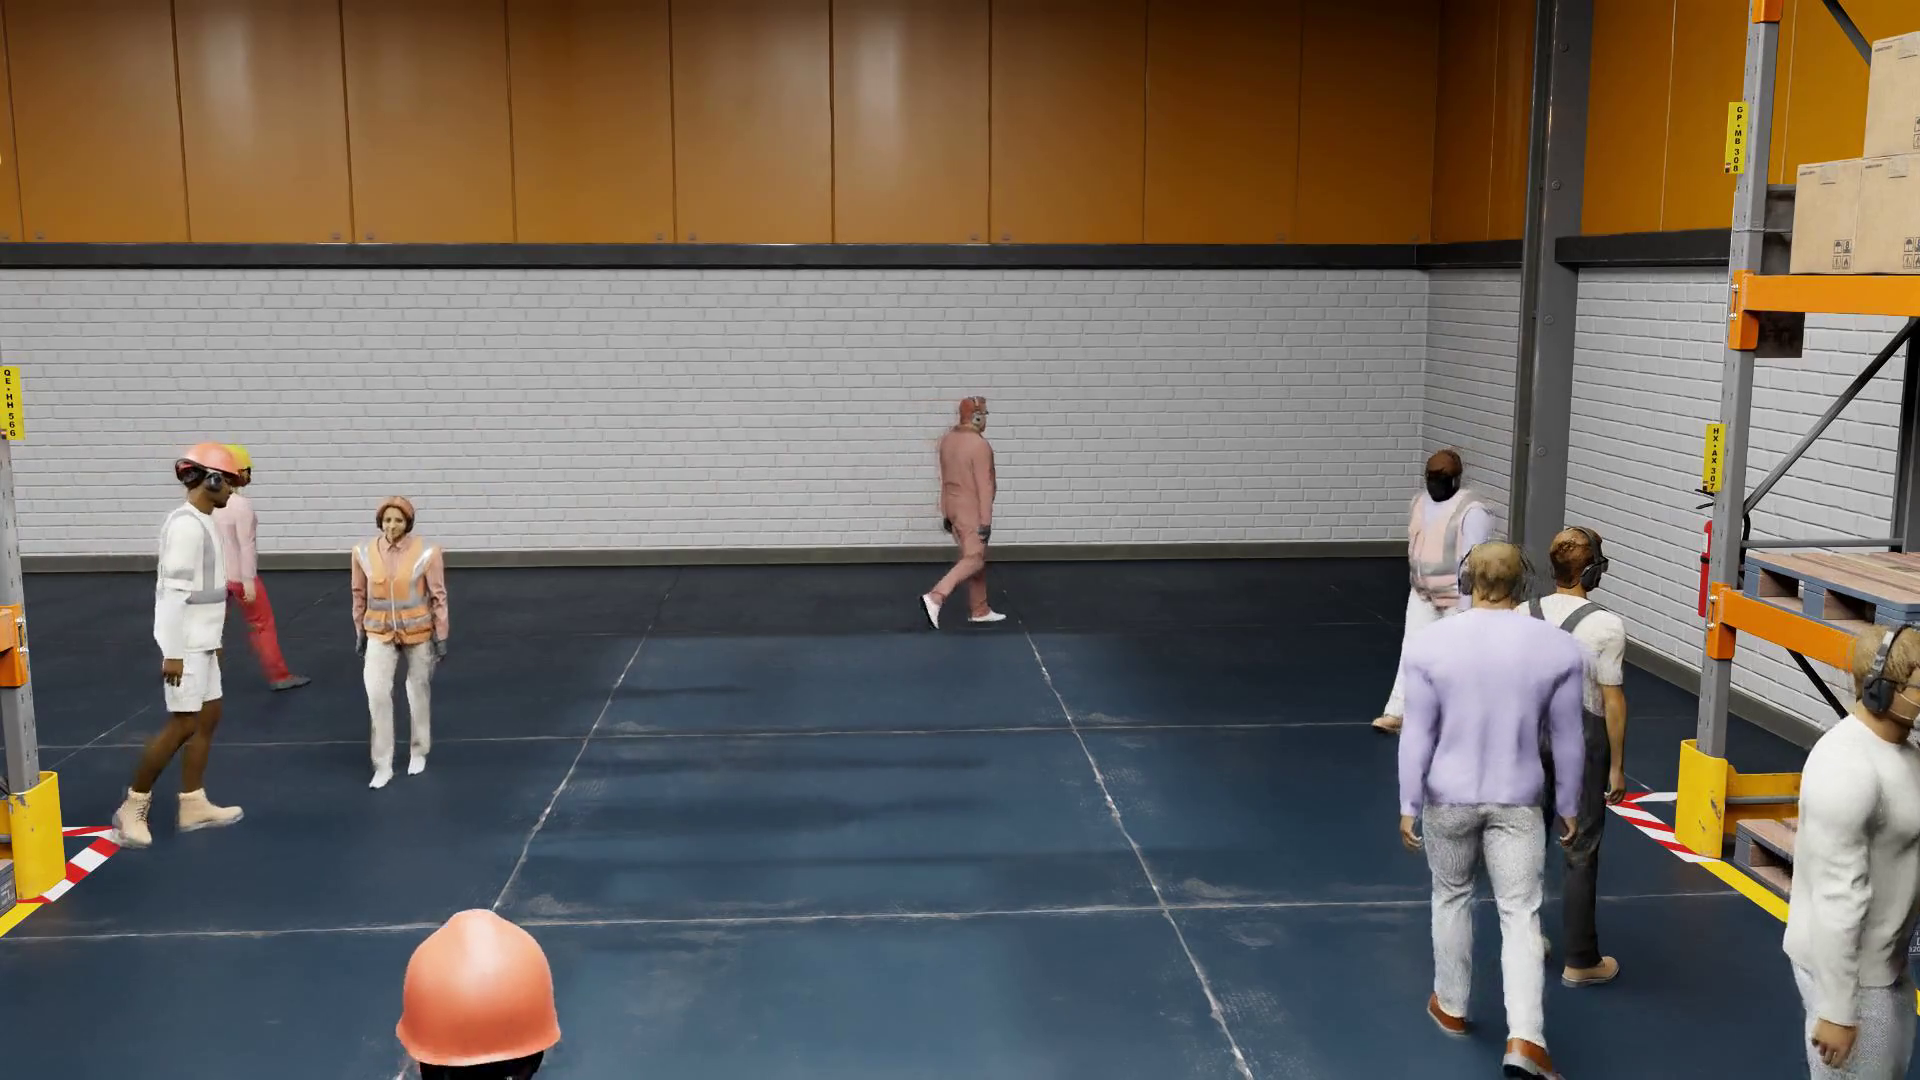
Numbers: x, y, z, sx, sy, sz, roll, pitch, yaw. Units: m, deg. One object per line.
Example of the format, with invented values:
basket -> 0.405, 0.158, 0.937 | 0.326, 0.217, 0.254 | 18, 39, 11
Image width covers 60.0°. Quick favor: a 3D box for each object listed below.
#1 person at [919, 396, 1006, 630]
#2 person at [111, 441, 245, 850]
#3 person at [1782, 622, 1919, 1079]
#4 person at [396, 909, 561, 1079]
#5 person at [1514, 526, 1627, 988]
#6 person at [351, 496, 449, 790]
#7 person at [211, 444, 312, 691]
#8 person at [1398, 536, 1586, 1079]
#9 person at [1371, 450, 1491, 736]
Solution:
person -> 0.027, -0.215, 13.330 | 0.813, 1.883, 0.651 | -5, 10, -29
person -> -3.959, 0.514, 8.406 | 0.728, 1.991, 0.688 | -3, 9, -16
person -> 2.424, 1.161, 4.534 | 0.599, 1.931, 0.666 | 7, 11, 38
person -> -0.701, 1.499, 2.528 | 0.556, 1.895, 0.972 | -5, 10, -29
person -> 2.430, 0.860, 6.671 | 0.344, 1.847, 0.504 | -8, 12, -40
person -> -3.113, 0.565, 9.221 | 0.536, 1.605, 0.721 | -1, 9, -6
person -> -4.831, 0.222, 11.071 | 0.535, 1.720, 0.893 | 6, 11, 31
person -> 1.886, 0.961, 5.898 | 0.652, 1.905, 0.869 | 2, 9, 11
person -> 2.901, 0.341, 10.129 | 0.922, 1.783, 0.675 | -5, 10, -29
